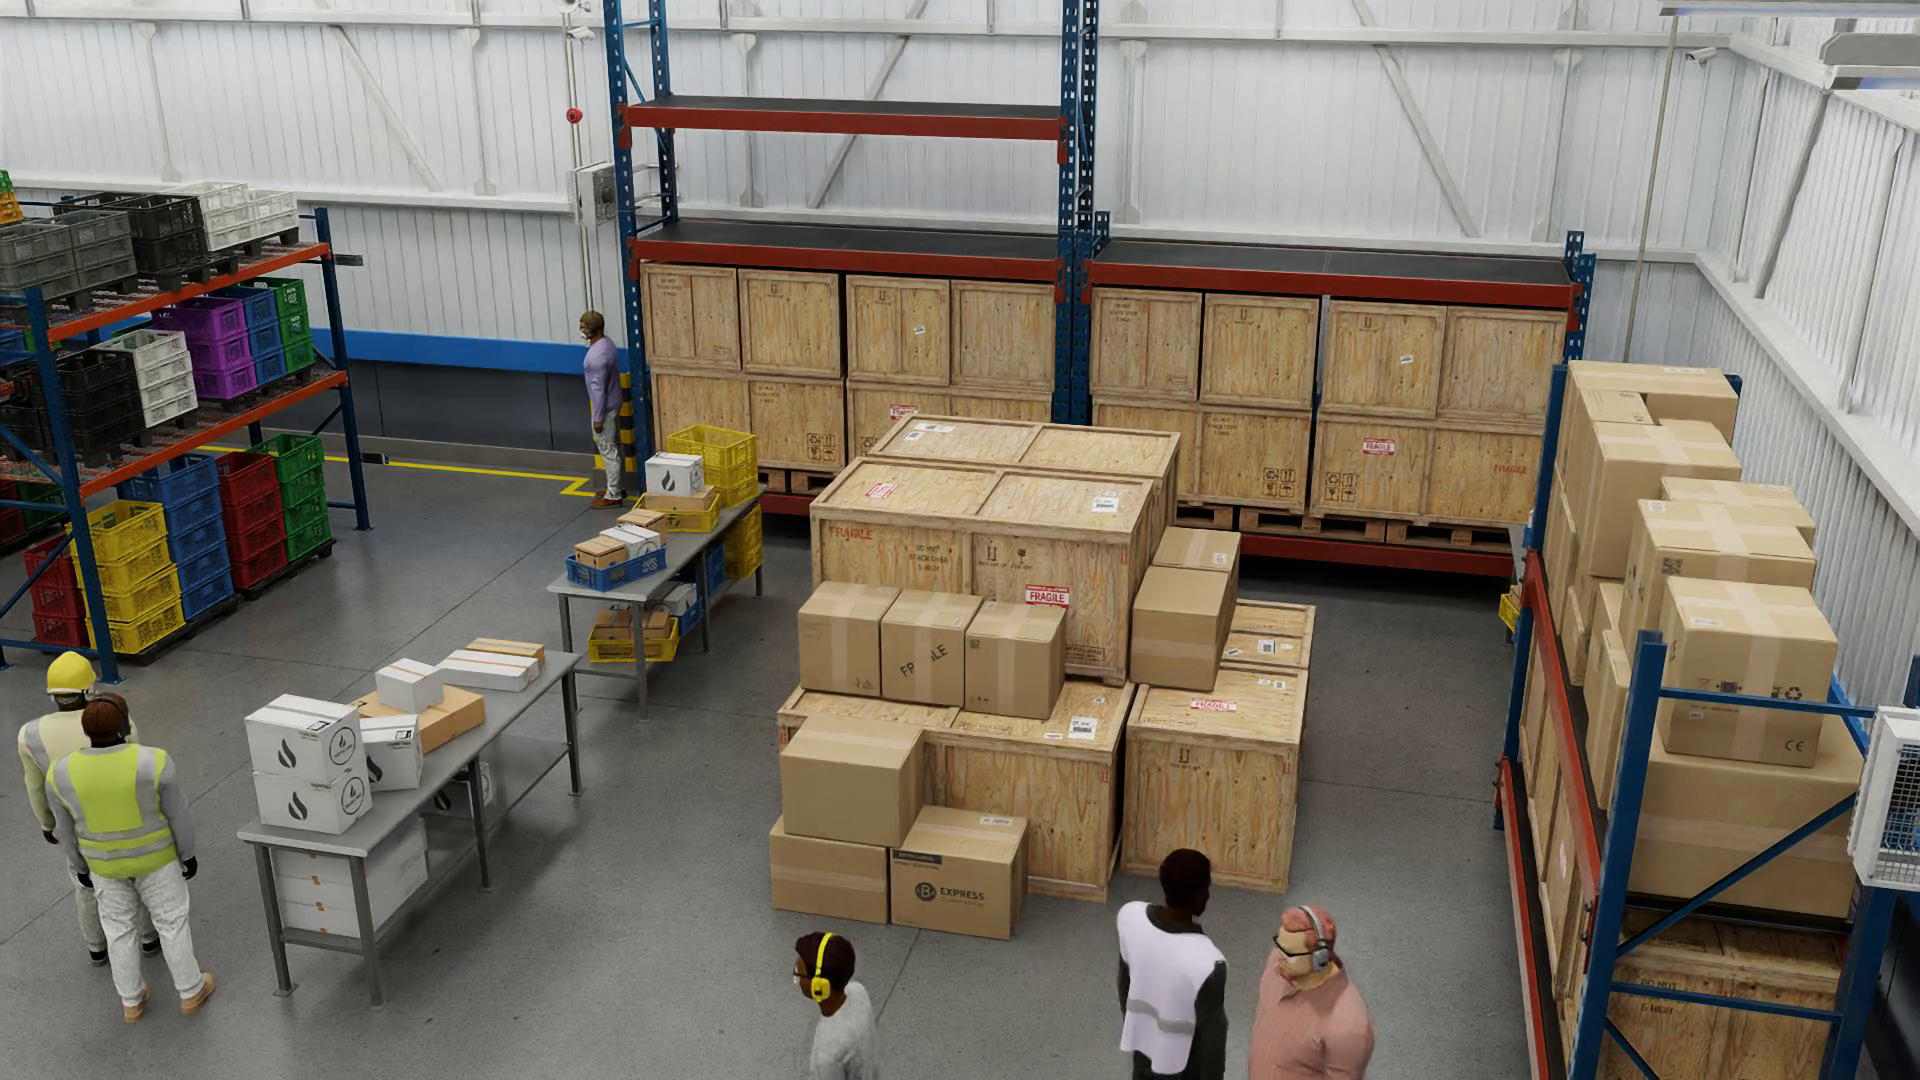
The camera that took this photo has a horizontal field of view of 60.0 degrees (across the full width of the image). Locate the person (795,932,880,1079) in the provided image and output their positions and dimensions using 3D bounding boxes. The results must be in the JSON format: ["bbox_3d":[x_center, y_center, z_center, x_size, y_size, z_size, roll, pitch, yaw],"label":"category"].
[{"bbox_3d":[-0.463,2.376,6.592,0.356,1.862,0.515,3,21,8],"label":"person"}]

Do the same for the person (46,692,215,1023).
[{"bbox_3d":[-4.249,1.630,8.559,0.626,1.844,0.429,-4,21,-11],"label":"person"}]

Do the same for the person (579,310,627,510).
[{"bbox_3d":[-3.422,-1.261,16.002,0.367,1.933,0.627,-1,21,-3],"label":"person"}]

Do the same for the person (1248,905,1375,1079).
[{"bbox_3d":[1.351,2.308,6.706,0.403,1.901,0.640,-7,22,-18],"label":"person"}]

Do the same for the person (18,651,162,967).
[{"bbox_3d":[-4.679,1.457,9.022,0.600,1.831,0.404,-6,22,-16],"label":"person"}]

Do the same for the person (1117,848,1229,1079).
[{"bbox_3d":[0.906,2.164,7.077,0.420,1.926,0.589,-17,27,-38],"label":"person"}]
